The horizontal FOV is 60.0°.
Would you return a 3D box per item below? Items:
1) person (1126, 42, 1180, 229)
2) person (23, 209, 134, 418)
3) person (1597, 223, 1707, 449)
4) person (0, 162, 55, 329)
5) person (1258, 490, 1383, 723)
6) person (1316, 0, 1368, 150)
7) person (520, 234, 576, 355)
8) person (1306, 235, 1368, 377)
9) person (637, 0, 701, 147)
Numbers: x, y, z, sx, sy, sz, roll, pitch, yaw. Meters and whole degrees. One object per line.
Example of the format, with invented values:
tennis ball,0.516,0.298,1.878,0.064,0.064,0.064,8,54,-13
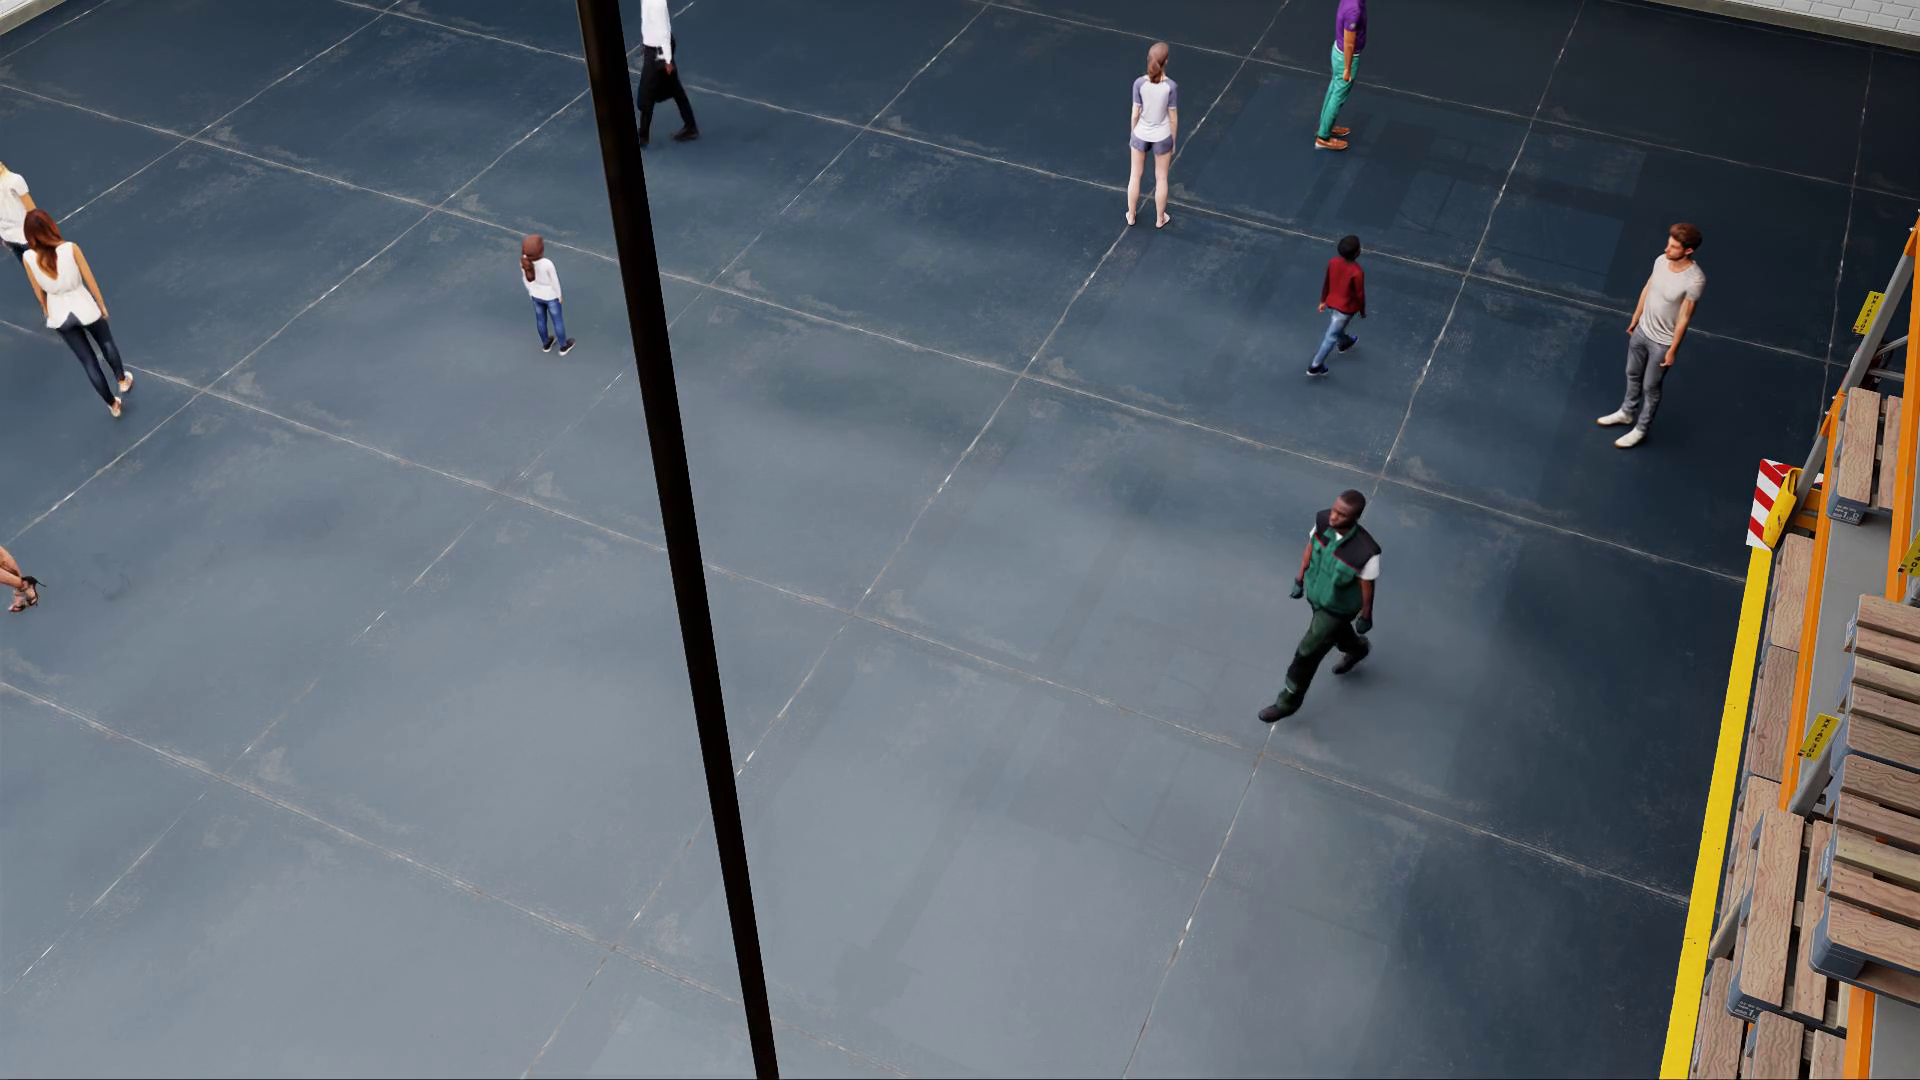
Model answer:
person,1.701,-3.574,14.724,0.621,1.768,0.625,9,44,10
person,-6.759,-1.669,12.724,0.840,1.767,0.889,-19,47,-19
person,5.270,-1.553,12.516,0.812,1.886,0.755,-14,45,-15
person,-7.594,-2.396,13.461,0.740,1.804,0.823,4,44,4
person,2.437,0.353,10.583,1.317,1.794,1.142,-22,48,-22
person,3.648,-4.586,15.786,0.736,1.767,0.600,5,44,5
person,-3.395,-2.017,13.566,0.481,1.110,0.508,9,44,10
person,3.011,-1.854,13.308,0.944,1.230,0.795,-24,48,-23
person,-2.745,-4.608,15.777,1.101,1.812,1.095,-8,44,-8
